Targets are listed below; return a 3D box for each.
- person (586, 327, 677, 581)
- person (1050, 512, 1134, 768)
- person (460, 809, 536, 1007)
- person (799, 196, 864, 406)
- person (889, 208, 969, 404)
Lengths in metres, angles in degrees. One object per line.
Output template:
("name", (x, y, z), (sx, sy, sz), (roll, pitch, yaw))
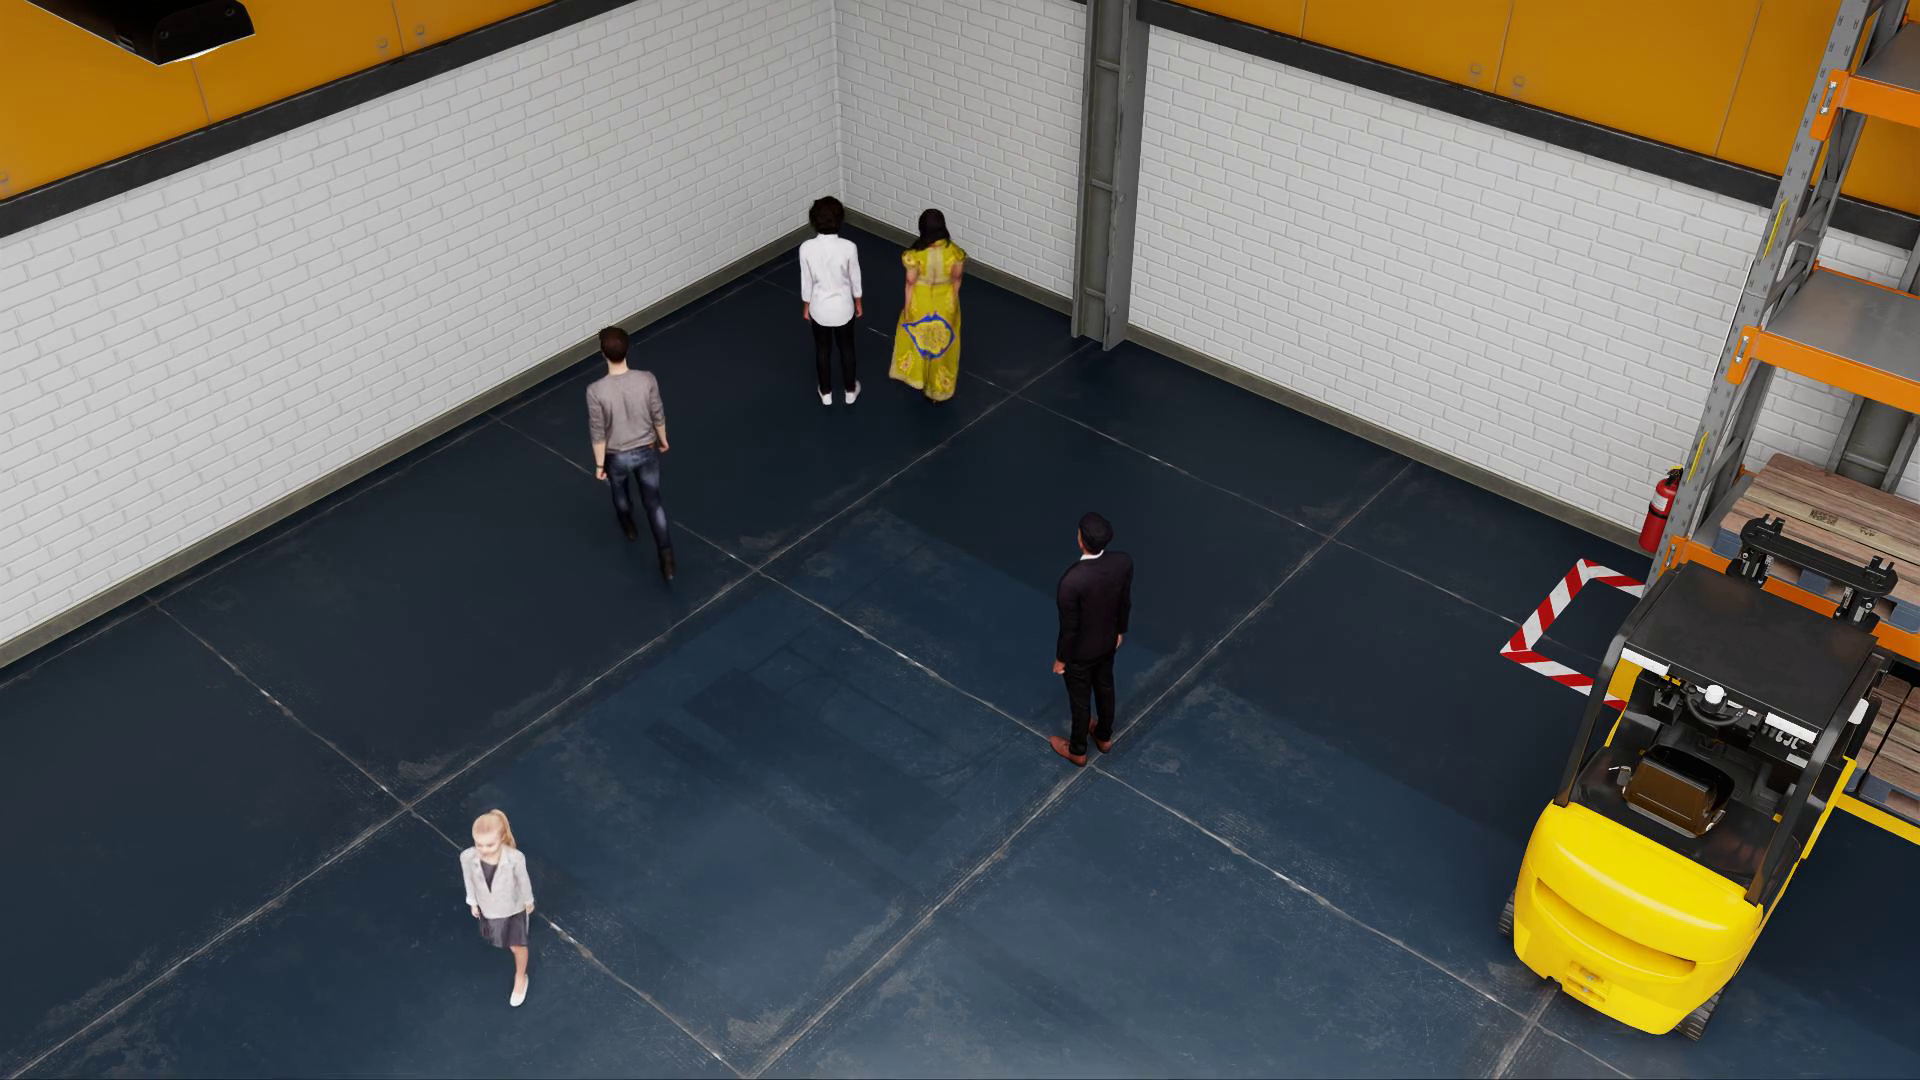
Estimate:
("person", (-2.239, -0.542, 11.509), (1.101, 1.862, 1.334), (-14, 41, -16))
("person", (0.790, 0.611, 10.049), (0.749, 1.883, 0.657), (-24, 44, -27))
("person", (-2.450, 1.896, 8.935), (0.804, 1.264, 0.800), (4, 39, 5))
("person", (-1.019, -1.891, 13.241), (0.714, 1.809, 0.781), (-2, 39, -3))
("person", (-0.195, -1.808, 13.281), (0.978, 1.628, 1.023), (-9, 39, -11))
